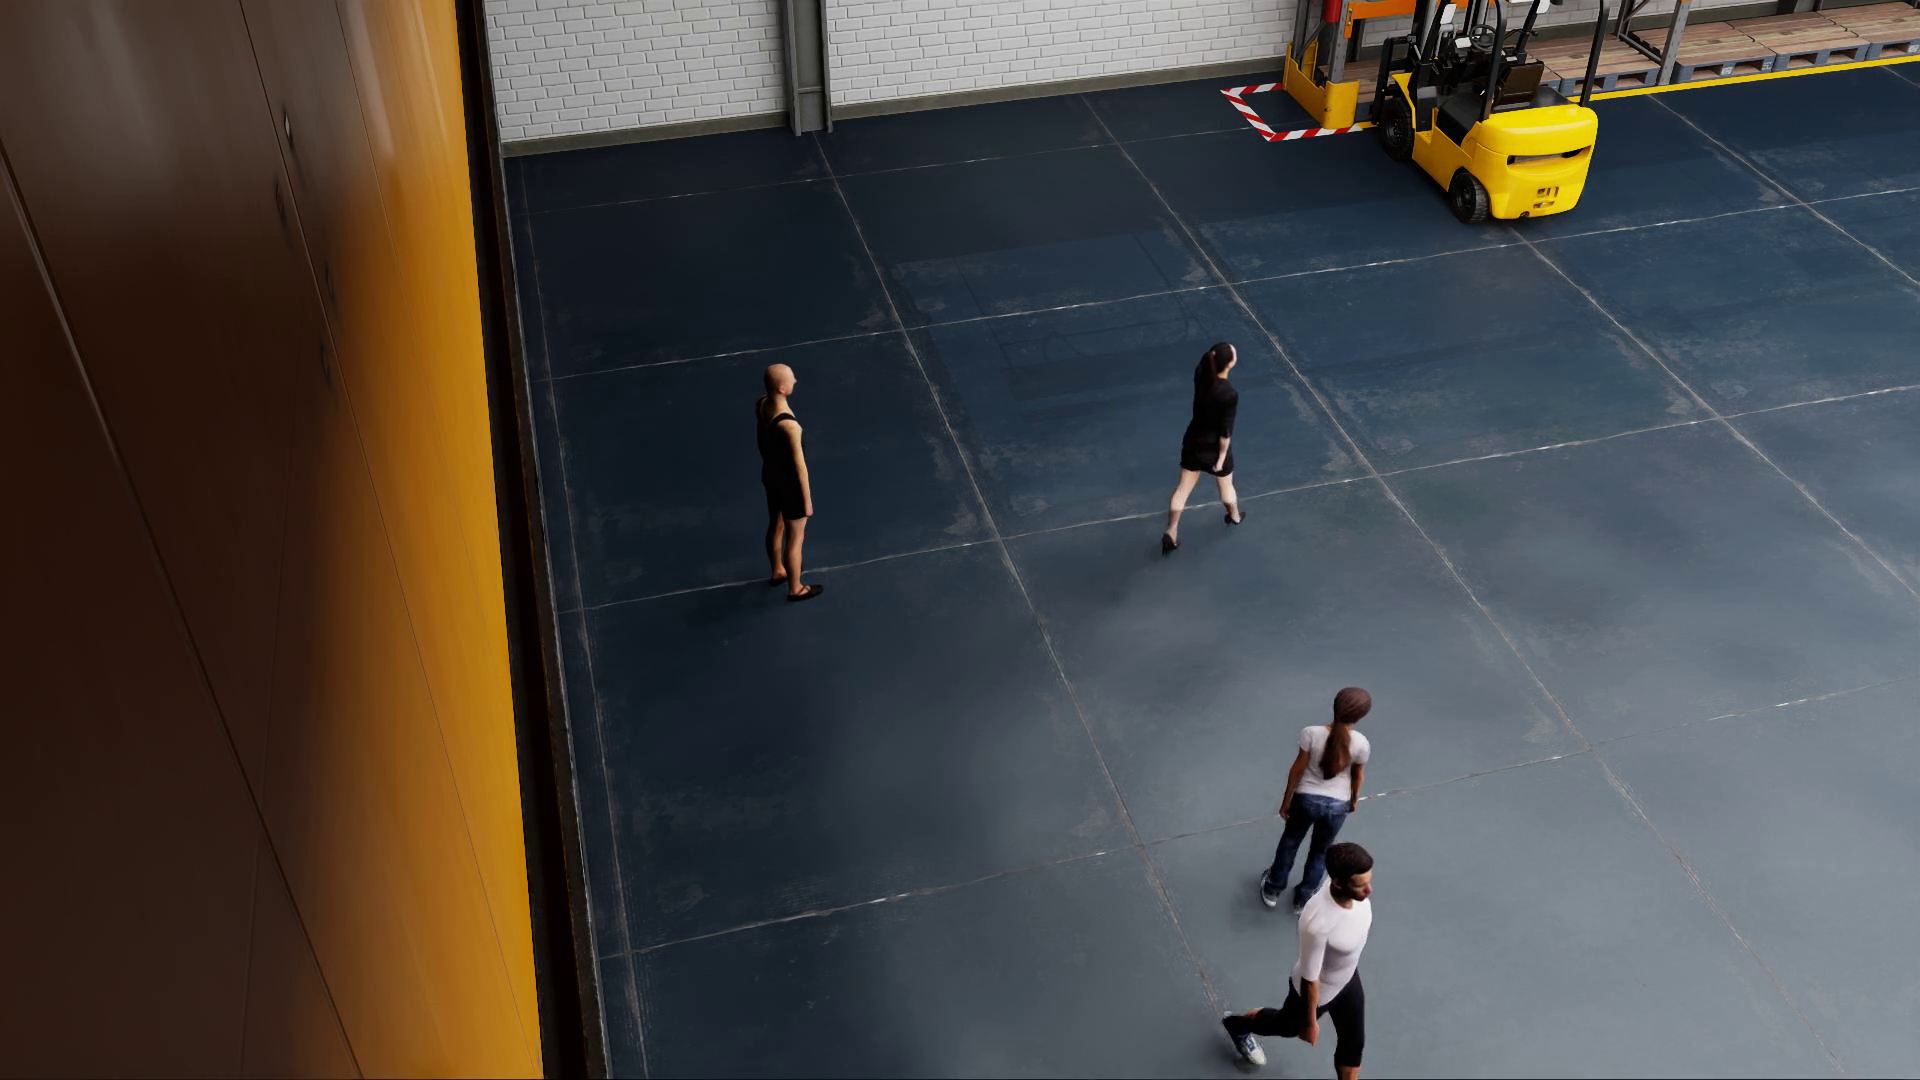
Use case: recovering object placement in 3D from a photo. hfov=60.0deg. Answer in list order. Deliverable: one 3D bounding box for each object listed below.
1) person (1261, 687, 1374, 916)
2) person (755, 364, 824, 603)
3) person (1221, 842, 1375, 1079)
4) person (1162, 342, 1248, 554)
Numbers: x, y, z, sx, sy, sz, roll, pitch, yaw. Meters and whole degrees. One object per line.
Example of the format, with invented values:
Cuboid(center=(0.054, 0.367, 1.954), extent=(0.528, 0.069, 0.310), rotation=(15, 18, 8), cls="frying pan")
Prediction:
Cuboid(center=(1.936, 1.448, 9.031), extent=(0.689, 1.530, 0.773), rotation=(2, 39, 3), cls="person")
Cuboid(center=(-1.180, -0.388, 11.101), extent=(0.634, 1.815, 0.712), rotation=(-24, 44, -27), cls="person")
Cuboid(center=(1.670, 2.075, 8.013), extent=(1.182, 1.820, 1.260), rotation=(30, 47, 32), cls="person")
Cuboid(center=(1.636, -0.594, 11.486), extent=(1.067, 1.658, 0.850), rotation=(-27, 46, -29), cls="person")
